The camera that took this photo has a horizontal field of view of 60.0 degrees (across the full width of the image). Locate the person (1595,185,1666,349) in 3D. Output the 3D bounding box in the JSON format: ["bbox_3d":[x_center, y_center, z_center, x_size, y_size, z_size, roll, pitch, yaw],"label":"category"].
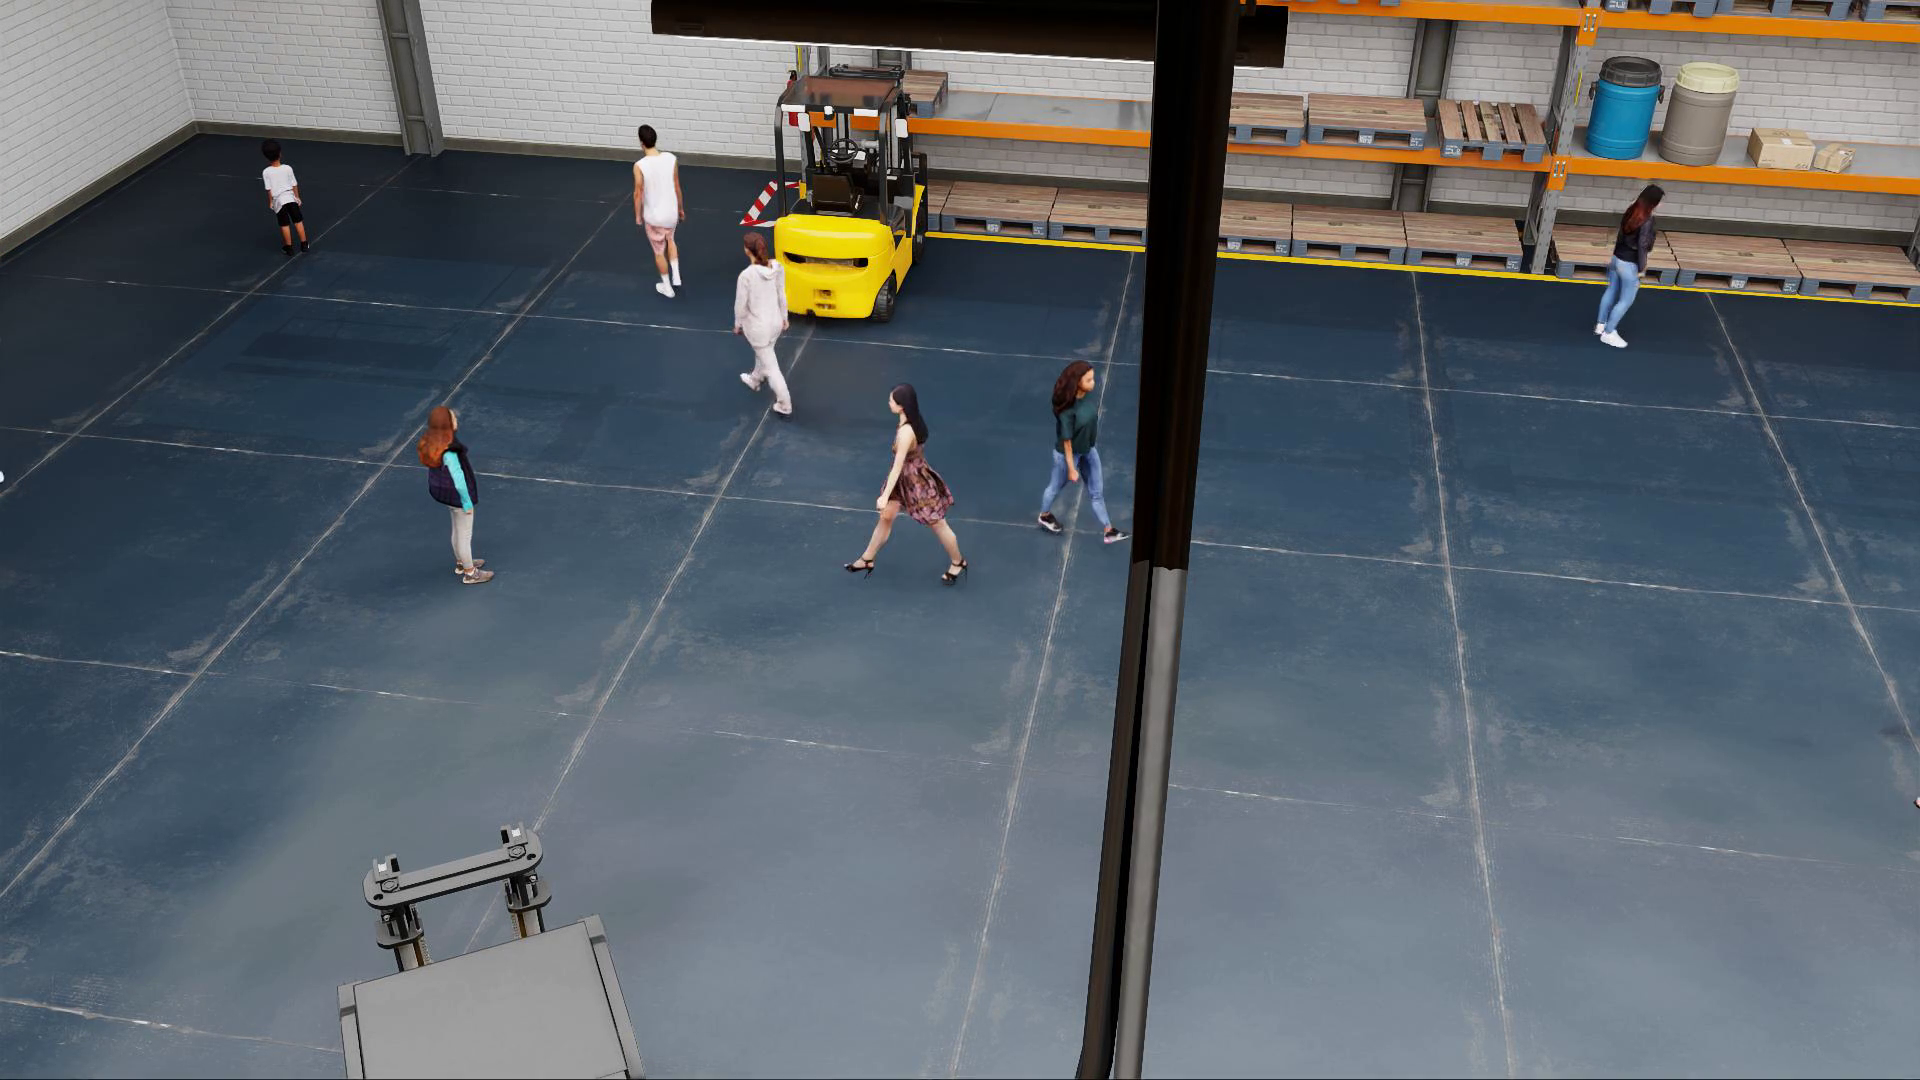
[{"bbox_3d":[6.431,-2.701,16.087,0.635,1.627,0.754,-9,35,-13],"label":"person"}]

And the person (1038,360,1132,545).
[{"bbox_3d":[0.828,-0.694,13.118,1.154,1.570,0.923,23,40,30],"label":"person"}]

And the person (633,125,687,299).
[{"bbox_3d":[-2.997,-3.283,16.832,0.790,1.772,0.853,-20,39,-27],"label":"person"}]

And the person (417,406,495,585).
[{"bbox_3d":[-3.843,-0.356,12.672,0.746,1.500,0.693,-18,38,-25],"label":"person"}]

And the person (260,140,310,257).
[{"bbox_3d":[-7.278,-3.688,17.901,0.570,1.263,0.635,-19,38,-26],"label":"person"}]

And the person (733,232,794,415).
[{"bbox_3d":[-1.705,-1.894,14.850,1.031,1.651,1.151,-27,42,-34],"label":"person"}]

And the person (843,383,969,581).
[{"bbox_3d":[-0.260,-0.356,12.488,1.219,1.704,0.721,0,34,0],"label":"person"}]
